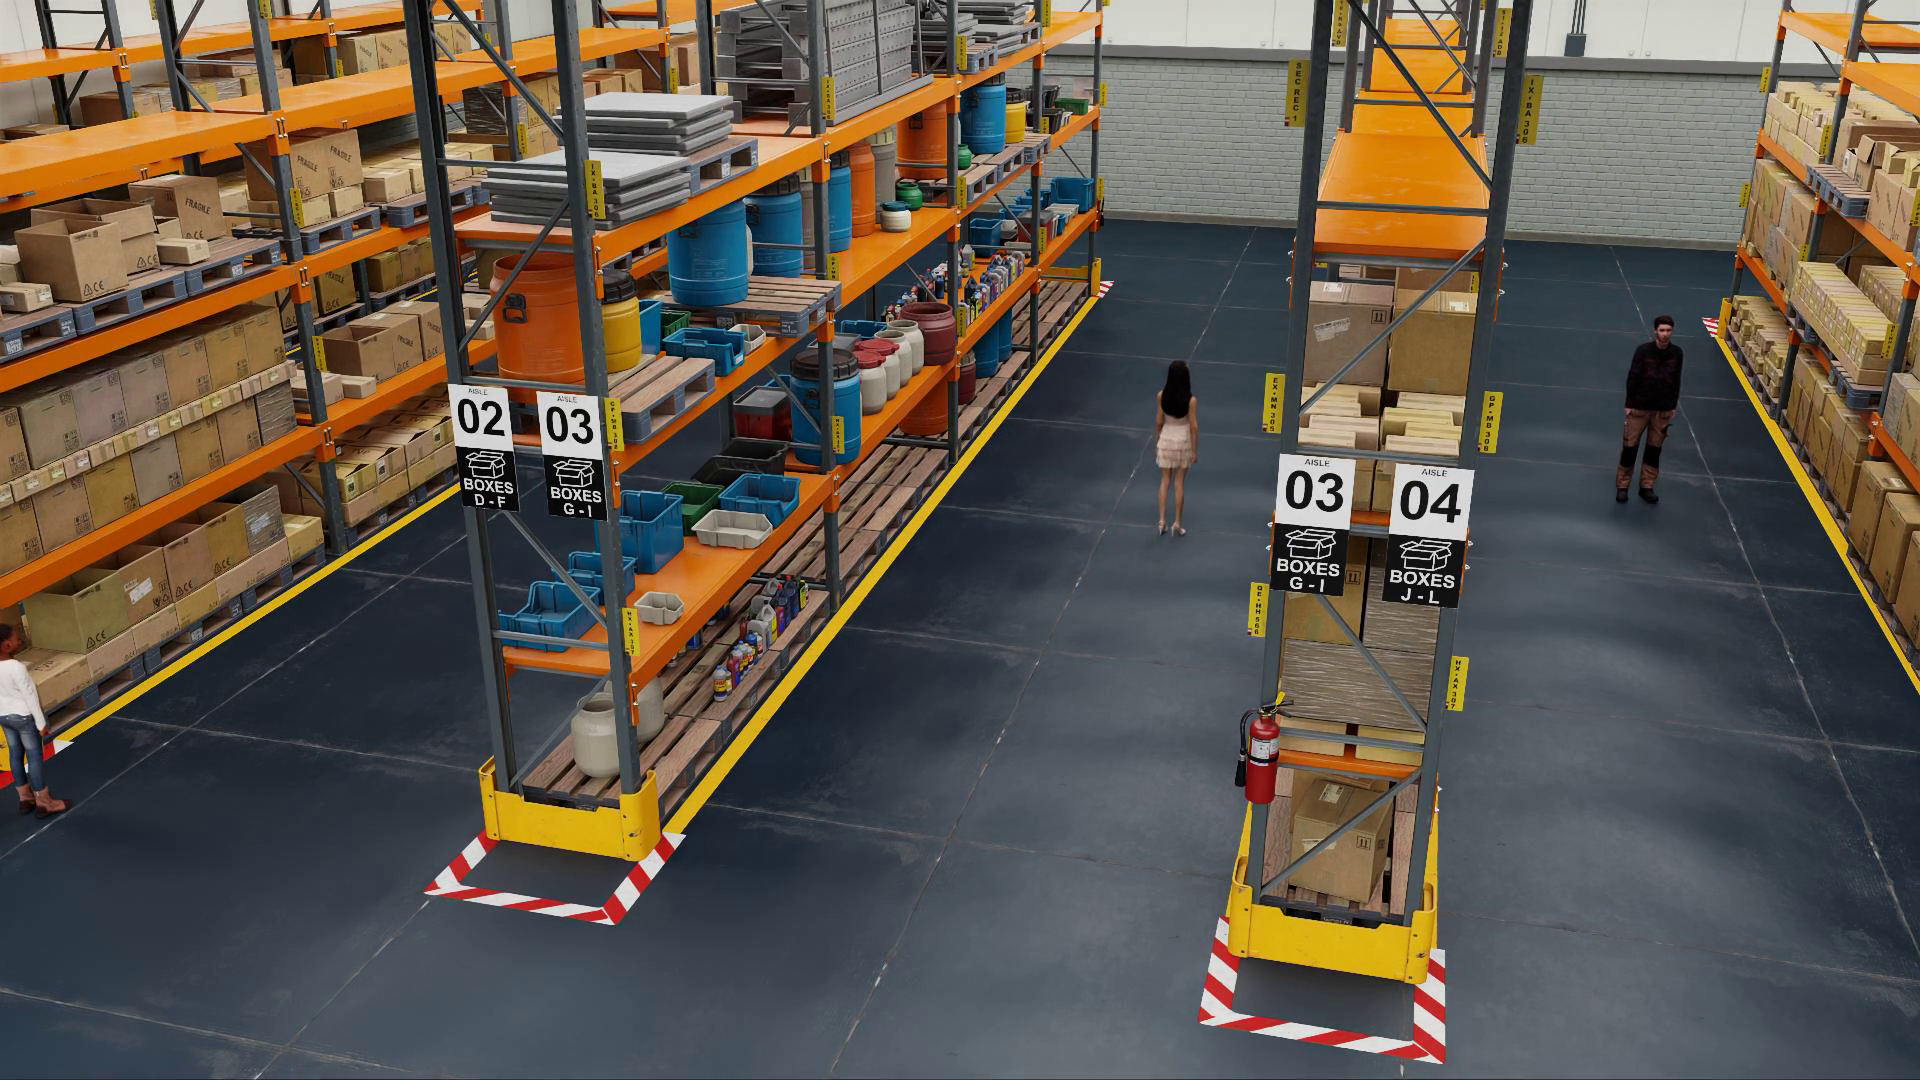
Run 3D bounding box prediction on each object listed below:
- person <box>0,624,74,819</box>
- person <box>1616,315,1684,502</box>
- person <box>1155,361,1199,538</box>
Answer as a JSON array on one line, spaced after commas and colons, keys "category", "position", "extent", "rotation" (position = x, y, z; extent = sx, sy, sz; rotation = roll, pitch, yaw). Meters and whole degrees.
[{"category": "person", "position": [-6.383, 1.198, 11.277], "extent": [0.552, 1.460, 0.518], "rotation": [9, 24, 22]}, {"category": "person", "position": [6.998, -1.337, 16.861], "extent": [0.737, 1.925, 0.668], "rotation": [2, 22, 4]}, {"category": "person", "position": [2.056, -0.875, 15.981], "extent": [0.637, 1.736, 0.608], "rotation": [12, 25, 27]}]
